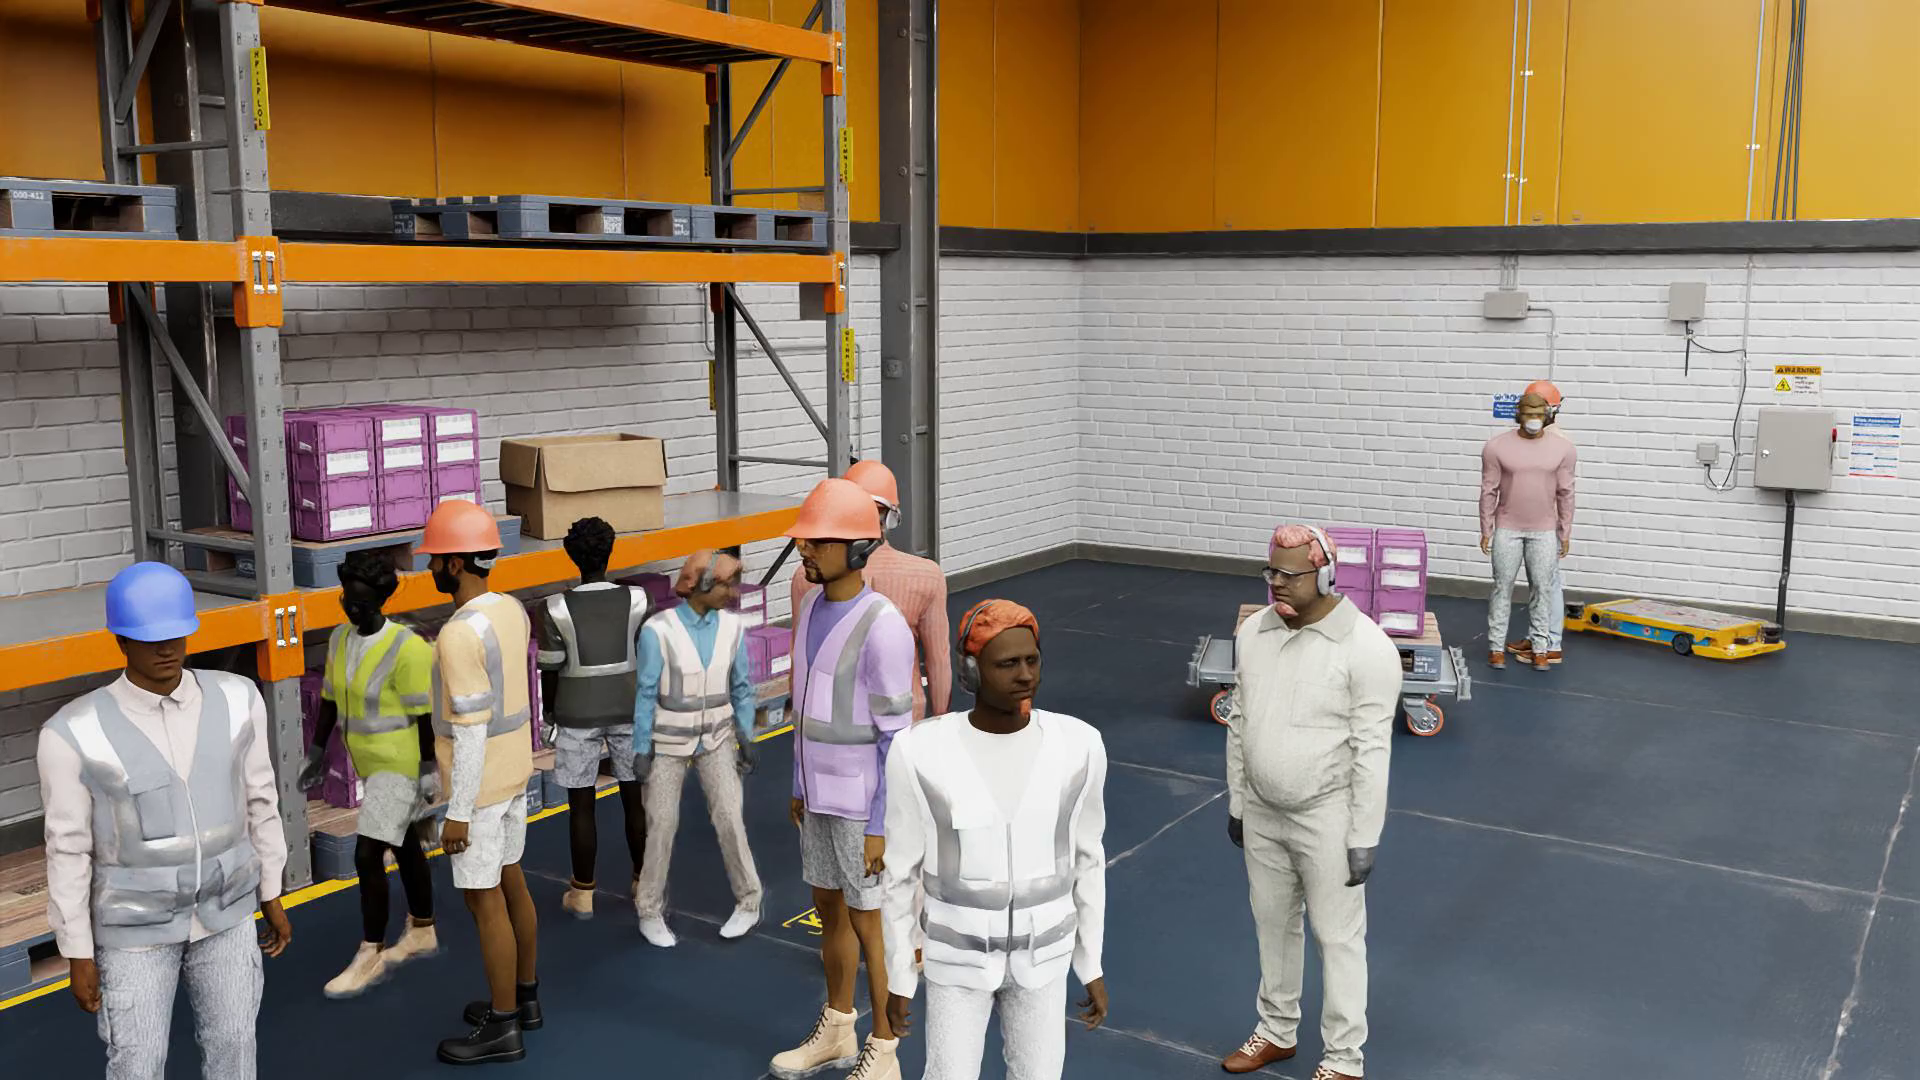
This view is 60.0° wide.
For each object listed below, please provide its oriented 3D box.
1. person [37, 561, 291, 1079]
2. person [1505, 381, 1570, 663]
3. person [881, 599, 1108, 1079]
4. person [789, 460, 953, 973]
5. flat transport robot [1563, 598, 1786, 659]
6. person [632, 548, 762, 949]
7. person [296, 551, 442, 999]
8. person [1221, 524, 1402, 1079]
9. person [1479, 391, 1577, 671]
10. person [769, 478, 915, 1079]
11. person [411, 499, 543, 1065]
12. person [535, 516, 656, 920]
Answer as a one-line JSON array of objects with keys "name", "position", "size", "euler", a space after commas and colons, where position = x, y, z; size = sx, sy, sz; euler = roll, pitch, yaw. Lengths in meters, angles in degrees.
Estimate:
[{"name": "person", "position": [-2.124, 1.010, 4.499], "size": [0.404, 1.941, 0.612], "euler": [8, 12, 42]}, {"name": "person", "position": [4.088, -0.127, 11.731], "size": [0.407, 1.986, 0.617], "euler": [1, 9, 4]}, {"name": "person", "position": [0.092, 1.079, 4.209], "size": [0.584, 1.884, 0.349], "euler": [-2, 9, -11]}, {"name": "person", "position": [-0.342, 0.687, 6.404], "size": [0.623, 1.990, 0.397], "euler": [-1, 9, -4]}, {"name": "flat transport robot", "position": [5.261, 0.634, 12.327], "size": [0.652, 0.197, 1.431], "euler": [-6, 10, -32]}, {"name": "person", "position": [-1.085, 0.836, 6.684], "size": [0.539, 1.616, 0.353], "euler": [-6, 11, -35]}, {"name": "person", "position": [-2.252, 0.864, 6.258], "size": [0.556, 1.667, 0.659], "euler": [8, 12, 42]}, {"name": "person", "position": [1.103, 0.888, 5.427], "size": [0.398, 1.900, 0.635], "euler": [-7, 11, -40]}, {"name": "person", "position": [3.899, -0.060, 11.472], "size": [0.629, 1.932, 0.366], "euler": [2, 9, 15]}, {"name": "person", "position": [-0.386, 0.818, 5.380], "size": [0.370, 2.048, 0.608], "euler": [-6, 11, -34]}, {"name": "person", "position": [-1.662, 0.824, 5.699], "size": [0.371, 1.935, 0.551], "euler": [1, 9, 4]}, {"name": "person", "position": [-1.512, 0.745, 6.996], "size": [0.529, 1.694, 0.321], "euler": [-4, 10, -25]}]
